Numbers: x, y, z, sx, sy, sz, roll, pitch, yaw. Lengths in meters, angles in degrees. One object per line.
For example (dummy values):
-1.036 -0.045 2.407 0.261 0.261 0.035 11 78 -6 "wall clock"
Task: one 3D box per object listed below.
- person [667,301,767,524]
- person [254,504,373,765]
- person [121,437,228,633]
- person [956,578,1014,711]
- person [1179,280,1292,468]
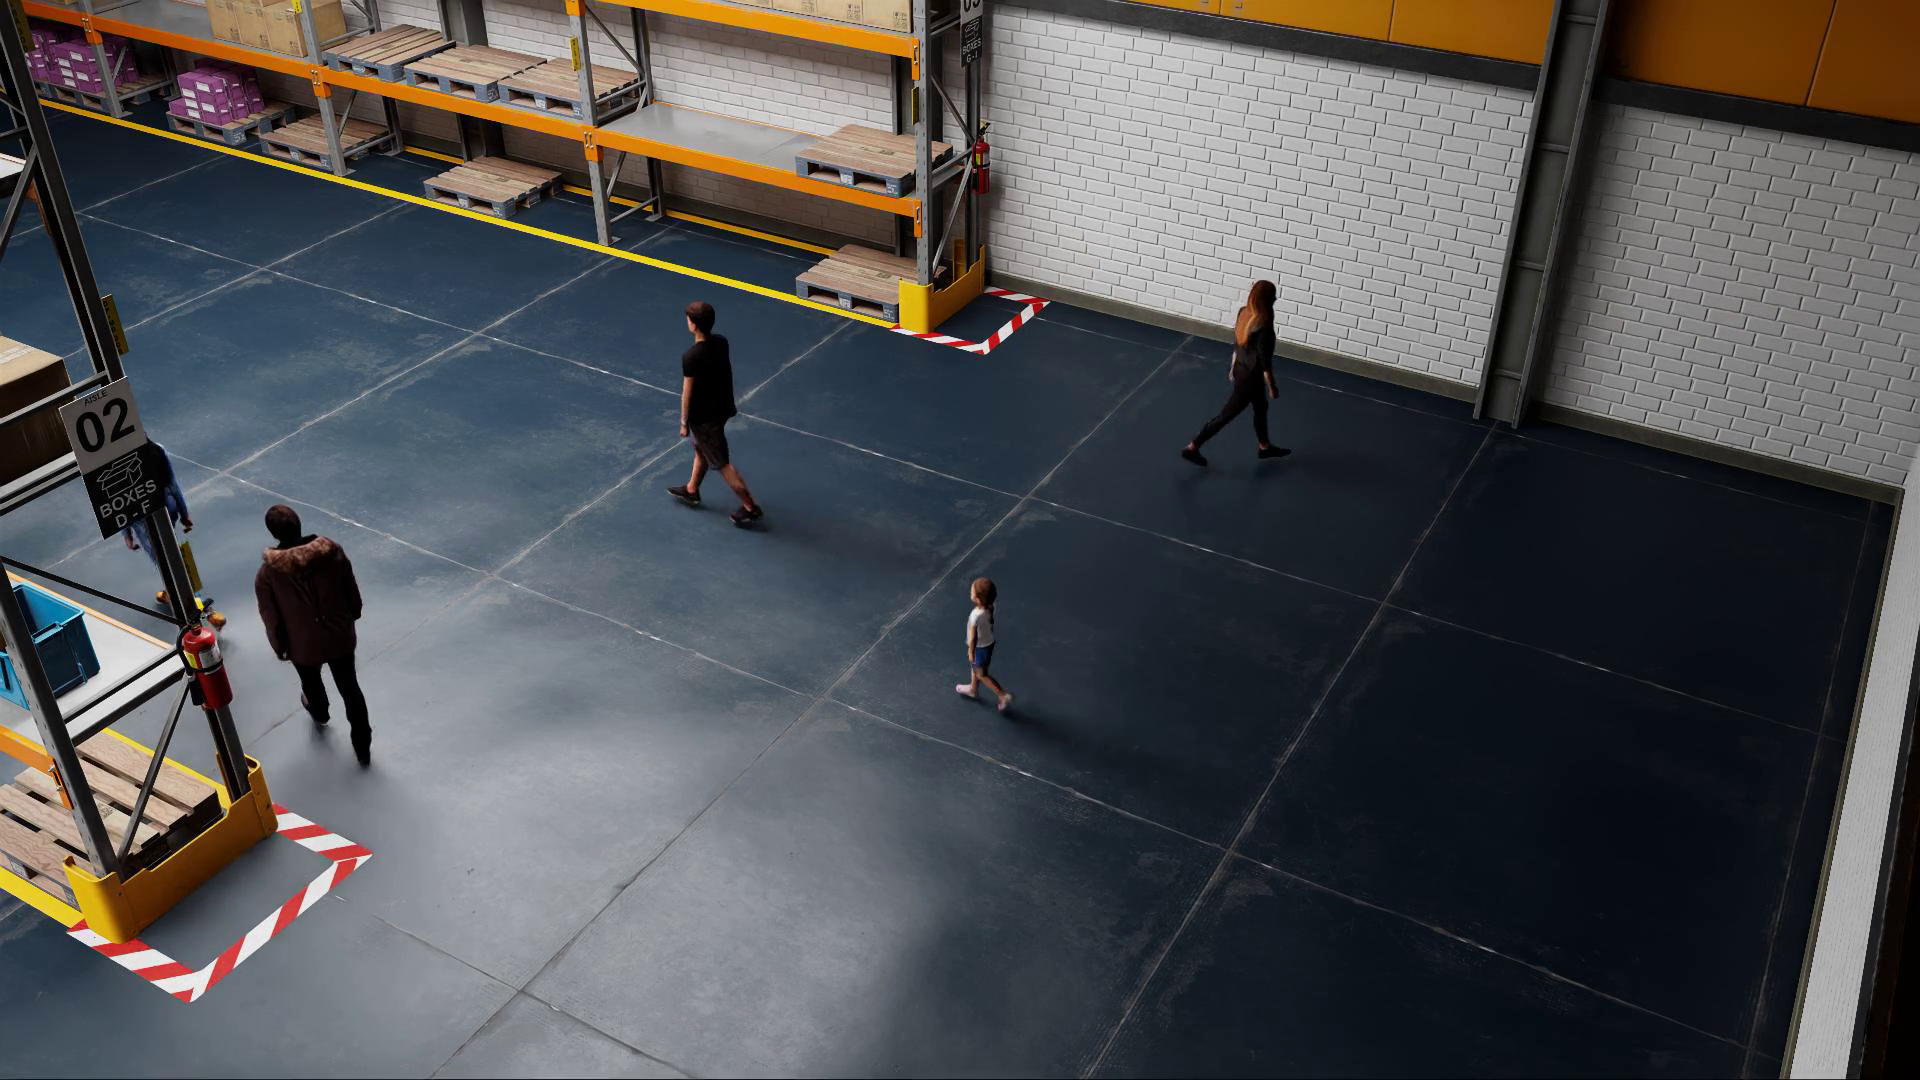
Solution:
-1.867 -0.939 12.821 1.197 1.825 0.745 15 36 21 "person"
-3.998 0.649 10.448 1.051 1.806 1.203 -21 39 -28 "person"
-5.562 -0.066 11.643 1.168 1.674 0.652 20 39 27 "person"
0.176 0.698 11.094 0.662 1.009 0.415 18 37 25 "person"
2.238 -1.300 13.508 1.246 1.665 1.070 -4 34 -6 "person"
